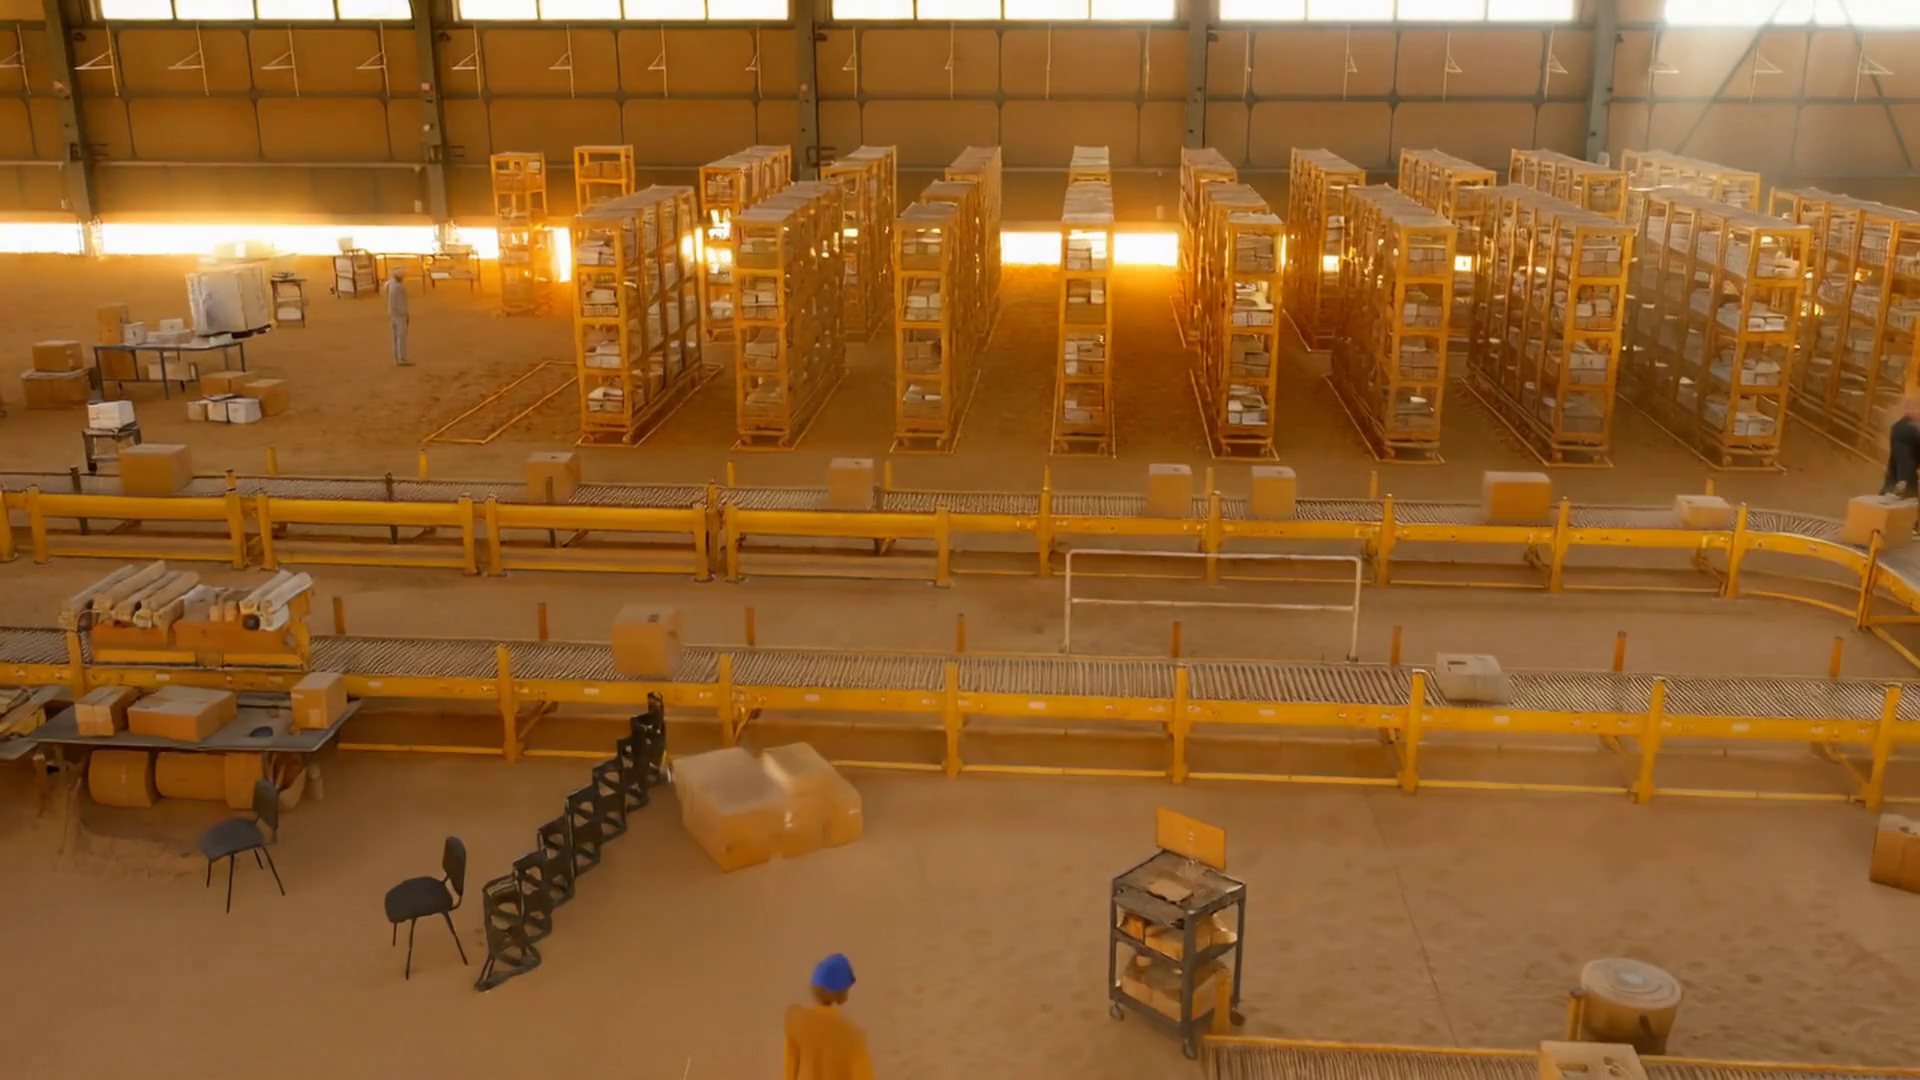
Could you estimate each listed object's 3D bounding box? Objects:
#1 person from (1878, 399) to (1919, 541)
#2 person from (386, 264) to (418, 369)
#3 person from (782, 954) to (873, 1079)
[{"bbox_3d":[12.037,-0.900,21.358,0.927,1.875,0.652,3,18,8],"label":"person"},{"bbox_3d":[-10.733,-4.282,31.890,0.390,1.990,0.609,-14,22,-38],"label":"person"},{"bbox_3d":[-0.696,3.039,9.057,0.548,1.745,0.426,9,20,27],"label":"person"}]
